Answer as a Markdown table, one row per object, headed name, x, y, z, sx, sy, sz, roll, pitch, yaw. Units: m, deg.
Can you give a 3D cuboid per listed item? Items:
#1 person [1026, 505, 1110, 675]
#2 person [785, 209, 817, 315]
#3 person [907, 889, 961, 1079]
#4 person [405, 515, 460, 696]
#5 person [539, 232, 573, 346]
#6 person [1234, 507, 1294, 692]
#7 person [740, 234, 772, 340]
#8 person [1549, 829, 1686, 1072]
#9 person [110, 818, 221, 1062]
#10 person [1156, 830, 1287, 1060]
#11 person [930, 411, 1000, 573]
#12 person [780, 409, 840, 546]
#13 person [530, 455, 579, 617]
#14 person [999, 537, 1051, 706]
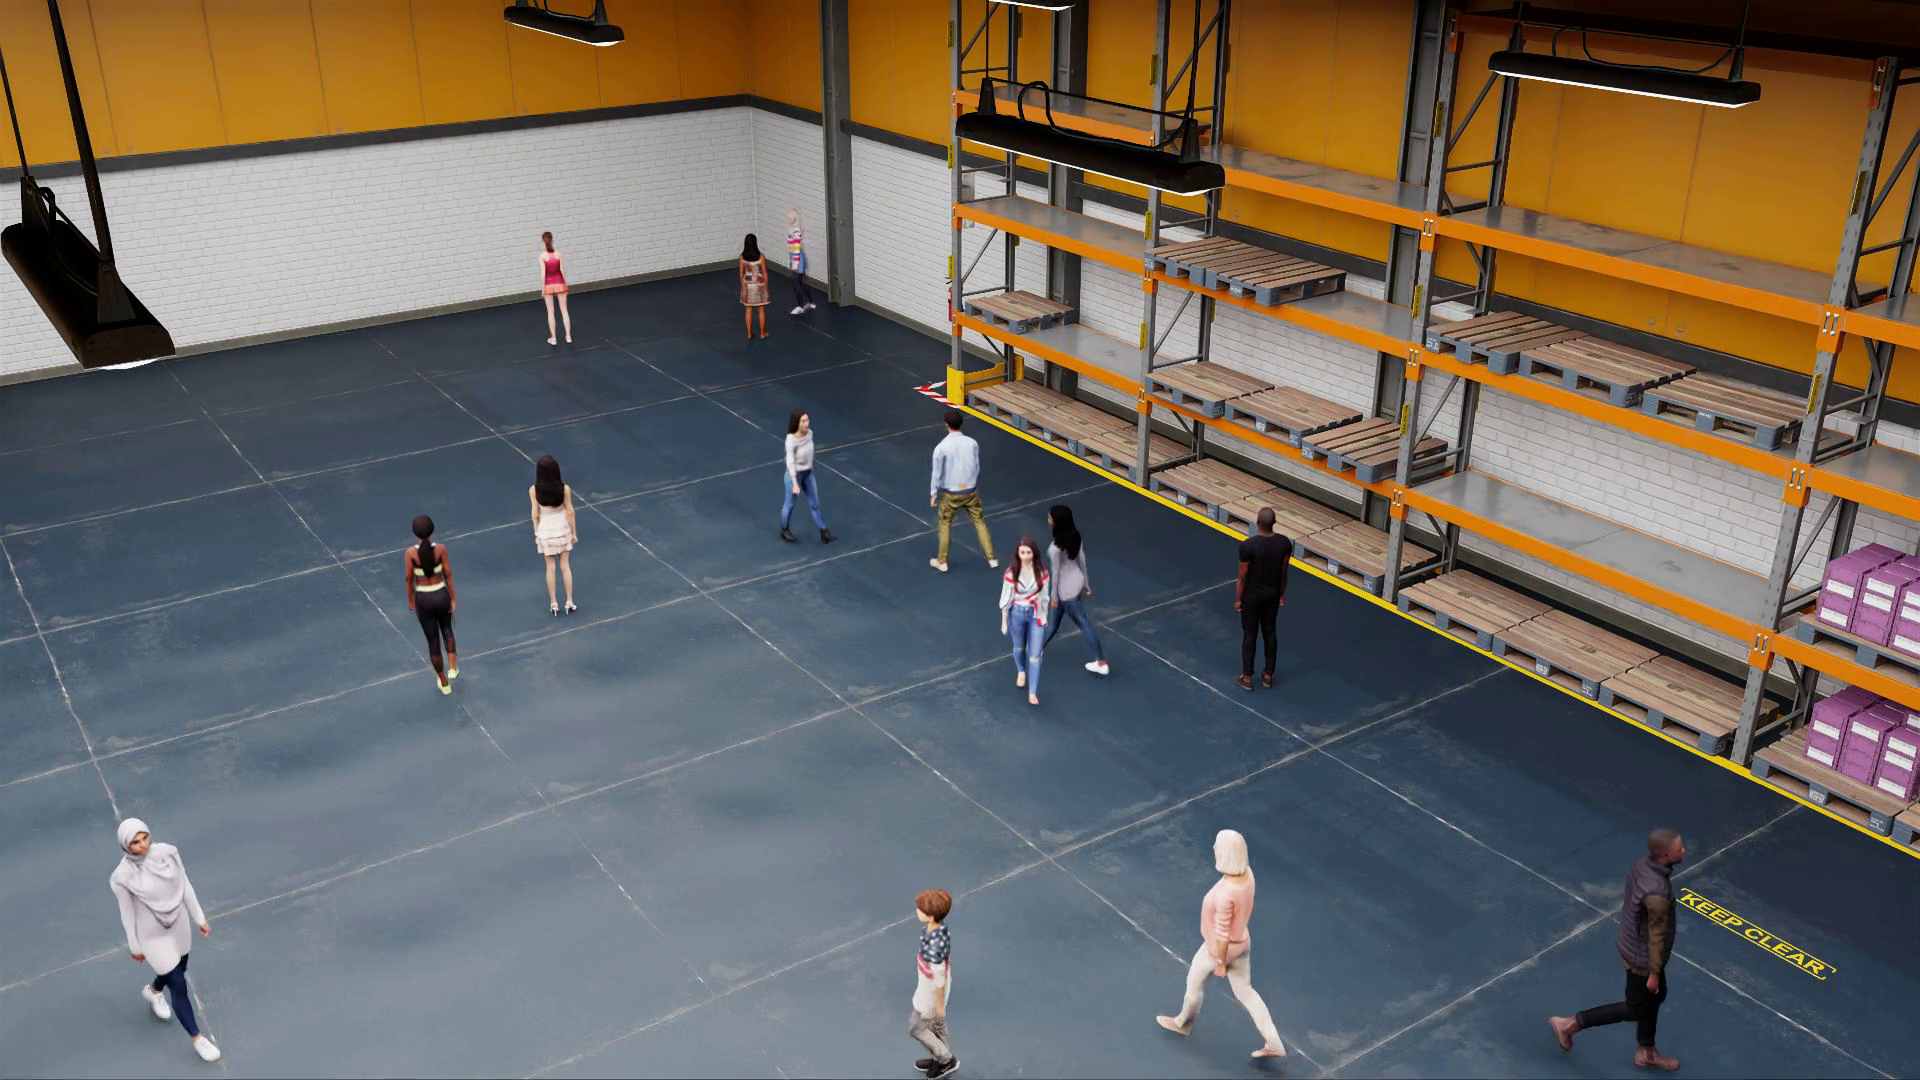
| name | x | y | z | sx | sy | sz | roll | pitch | yaw |
| --- | --- | --- | --- | --- | --- | --- | --- | --- | --- |
| person | 1.130 | 0.524 | 15.753 | 1.256 | 1.664 | 0.975 | 14 | 27 | 29 |
| person | -2.655 | -4.576 | 27.282 | 0.906 | 1.775 | 0.782 | -2 | 24 | -4 |
| person | -0.105 | 2.864 | 10.694 | 0.700 | 1.429 | 0.638 | 3 | 24 | 7 |
| person | -4.871 | 0.635 | 15.408 | 0.605 | 1.737 | 0.715 | -12 | 26 | -26 |
| person | -6.297 | -3.915 | 25.801 | 0.596 | 1.749 | 0.572 | -11 | 26 | -24 |
| person | 2.808 | 0.542 | 15.517 | 0.743 | 1.819 | 0.701 | -5 | 24 | -12 |
| person | -3.237 | -3.980 | 26.109 | 0.710 | 1.622 | 0.767 | 4 | 24 | 9 |
| person | 4.320 | 2.655 | 10.690 | 1.208 | 1.814 | 1.091 | 7 | 24 | 15 |
| person | -5.291 | 2.565 | 10.979 | 1.199 | 1.748 | 0.923 | 14 | 27 | 29 |
| person | 1.812 | 2.672 | 10.815 | 1.226 | 1.684 | 0.910 | 15 | 28 | 30 |
| person | -0.038 | -0.511 | 17.961 | 1.006 | 1.792 | 0.918 | -8 | 25 | -17 |
| person | -1.871 | -0.702 | 18.648 | 1.078 | 1.592 | 0.842 | 16 | 28 | 32 |
| person | -4.141 | -0.046 | 16.967 | 0.657 | 1.736 | 0.658 | -4 | 24 | -9 |
| person | 0.611 | 0.693 | 15.479 | 0.980 | 1.575 | 1.105 | 0 | 24 | 1 |
